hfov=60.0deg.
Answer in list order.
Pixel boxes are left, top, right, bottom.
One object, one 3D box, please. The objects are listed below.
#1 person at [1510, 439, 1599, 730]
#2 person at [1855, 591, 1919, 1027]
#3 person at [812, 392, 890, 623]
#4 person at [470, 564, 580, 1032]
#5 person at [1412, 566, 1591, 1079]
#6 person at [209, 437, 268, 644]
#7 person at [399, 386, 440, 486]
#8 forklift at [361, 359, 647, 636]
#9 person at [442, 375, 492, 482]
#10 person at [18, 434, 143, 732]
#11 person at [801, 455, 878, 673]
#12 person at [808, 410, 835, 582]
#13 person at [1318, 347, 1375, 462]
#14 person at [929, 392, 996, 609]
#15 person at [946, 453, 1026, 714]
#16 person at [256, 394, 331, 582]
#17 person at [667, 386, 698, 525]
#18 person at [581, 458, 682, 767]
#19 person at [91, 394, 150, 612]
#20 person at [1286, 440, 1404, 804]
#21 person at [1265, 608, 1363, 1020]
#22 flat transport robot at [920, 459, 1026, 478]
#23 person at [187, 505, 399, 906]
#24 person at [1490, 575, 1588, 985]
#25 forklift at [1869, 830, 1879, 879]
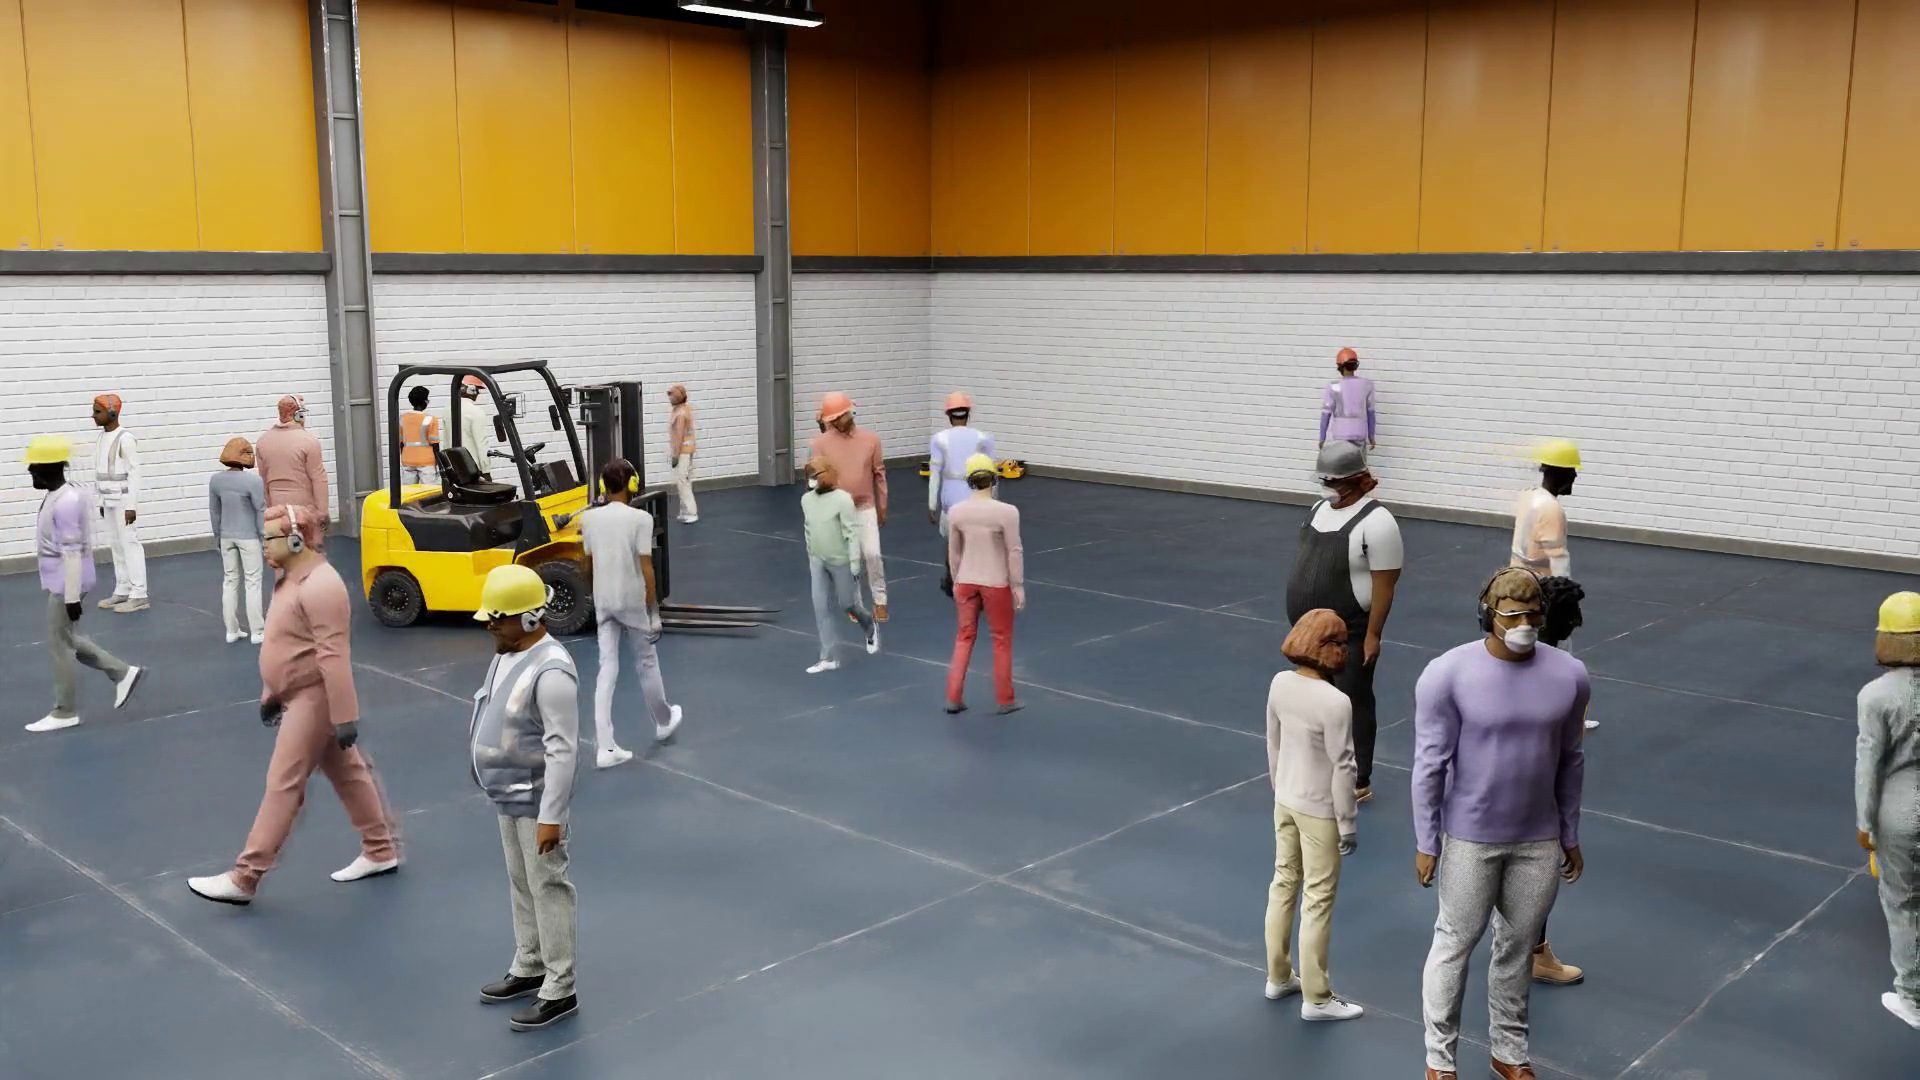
[{"bbox_3d":[3.724,0.324,10.385,0.833,1.895,0.614,2,10,13],"label":"person"},{"bbox_3d":[3.687,1.058,6.380,0.522,1.712,0.478,0,9,2],"label":"person"},{"bbox_3d":[-0.898,-0.254,13.775,0.638,1.944,0.563,-2,9,-10],"label":"person"},{"bbox_3d":[-1.698,0.989,6.510,0.403,1.825,0.586,-6,11,-34],"label":"person"},{"bbox_3d":[1.886,1.043,5.829,0.636,1.938,0.354,-1,9,-9],"label":"person"},{"bbox_3d":[-5.665,0.003,13.138,0.507,1.631,0.275,3,10,16],"label":"person"},{"bbox_3d":[-5.845,-0.823,18.030,0.531,1.691,0.318,3,10,17],"label":"person"},{"bbox_3d":[-3.850,-0.407,13.936,2.313,2.155,1.214,2,9,11],"label":"forklift"},{"bbox_3d":[-4.782,-0.683,16.266,0.610,1.986,0.393,7,11,36],"label":"person"},{"bbox_3d":[-5.697,0.264,10.676,0.616,1.914,0.600,-5,11,-30],"label":"person"},{"bbox_3d":[-0.892,0.153,12.341,0.534,1.599,0.704,7,12,37],"label":"person"},{"bbox_3d":[-1.220,-0.421,15.773,0.321,1.627,0.530,8,12,42],"label":"person"},{"bbox_3d":[4.557,-1.248,19.594,0.658,2.033,0.433,-1,9,-6],"label":"person"},{"bbox_3d":[0.031,-0.352,14.620,0.619,1.865,1.031,-1,9,-7],"label":"person"},{"bbox_3d":[0.165,0.308,10.991,0.570,1.740,0.482,5,10,28],"label":"person"},{"bbox_3d":[-5.546,-0.266,13.957,0.641,1.908,0.407,3,10,18],"label":"person"},{"bbox_3d":[-3.231,-0.989,19.309,0.323,1.611,0.604,-1,9,-6],"label":"person"},{"bbox_3d":[-1.992,0.410,10.097,0.584,1.809,0.956,3,10,16],"label":"person"},{"bbox_3d":[-7.268,-0.321,14.357,0.584,1.882,0.339,8,12,40],"label":"person"},{"bbox_3d":[2.063,0.444,9.191,0.536,2.000,0.676,-5,11,-28],"label":"person"},{"bbox_3d":[1.394,1.074,6.578,0.289,1.632,0.497,-4,10,-25],"label":"person"},{"bbox_3d":[0.186,-1.037,23.683,1.431,0.197,0.652,2,9,9],"label":"flat transport robot"},{"bbox_3d":[-3.143,0.762,7.781,0.985,1.853,0.677,-5,11,-29],"label":"person"},{"bbox_3d":[2.420,0.985,6.933,0.319,1.694,0.532,-1,9,-7],"label":"person"},{"bbox_3d":[5.205,0.723,7.013,2.313,2.155,1.214,9,13,43],"label":"forklift"}]
